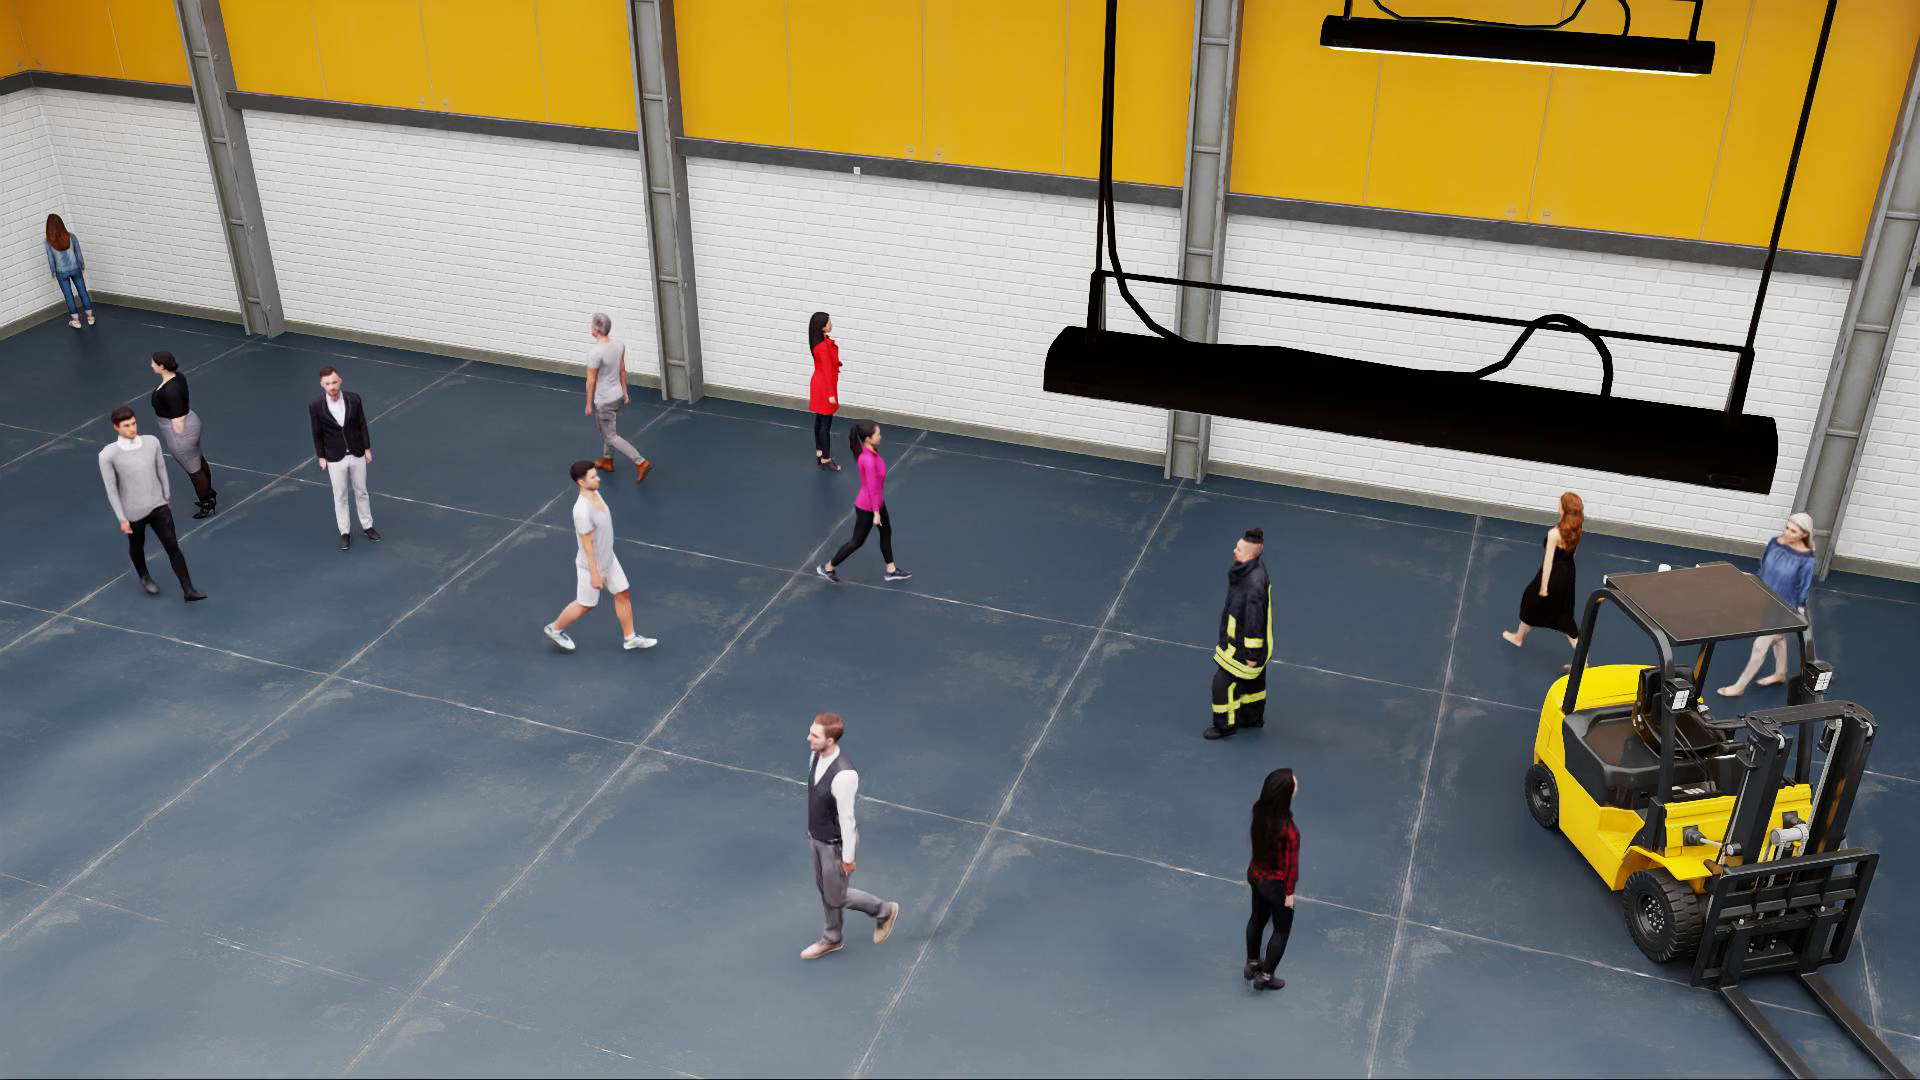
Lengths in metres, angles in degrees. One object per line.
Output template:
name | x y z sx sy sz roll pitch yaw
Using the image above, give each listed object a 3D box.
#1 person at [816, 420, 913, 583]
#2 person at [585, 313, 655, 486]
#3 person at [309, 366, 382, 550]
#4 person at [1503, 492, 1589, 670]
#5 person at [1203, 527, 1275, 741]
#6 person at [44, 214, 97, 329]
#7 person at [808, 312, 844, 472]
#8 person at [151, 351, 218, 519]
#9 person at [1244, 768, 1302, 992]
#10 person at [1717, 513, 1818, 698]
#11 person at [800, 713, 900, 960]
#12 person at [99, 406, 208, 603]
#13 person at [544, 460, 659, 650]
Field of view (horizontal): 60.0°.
person | -0.927 -0.305 15.227 1.196 1.665 0.916 -3 29 -5
person | -3.558 -1.429 17.146 1.110 1.802 0.714 11 31 20
person | -5.916 -0.824 15.992 0.726 1.843 0.772 -14 32 -24
person | 5.107 0.380 14.047 1.022 1.592 1.134 -15 32 -25
person | 2.339 0.750 13.102 0.882 1.848 0.883 1 29 2
person | -11.343 -3.431 21.154 0.641 1.477 0.657 -21 35 -33
person | -1.430 -1.573 17.465 0.780 1.747 0.736 -8 30 -14
person | -7.697 -1.060 16.515 0.817 1.758 0.783 -8 30 -14
person | 1.975 2.193 10.662 0.723 1.651 0.653 -14 32 -24
person | 6.828 0.522 13.710 1.089 1.667 0.942 -6 29 -11
person | -0.744 1.924 10.876 1.038 1.919 0.975 -12 31 -21
person | -7.430 -0.309 15.022 1.329 1.868 1.073 25 37 38
person | -3.198 0.176 14.185 1.292 1.819 0.929 2 29 4
